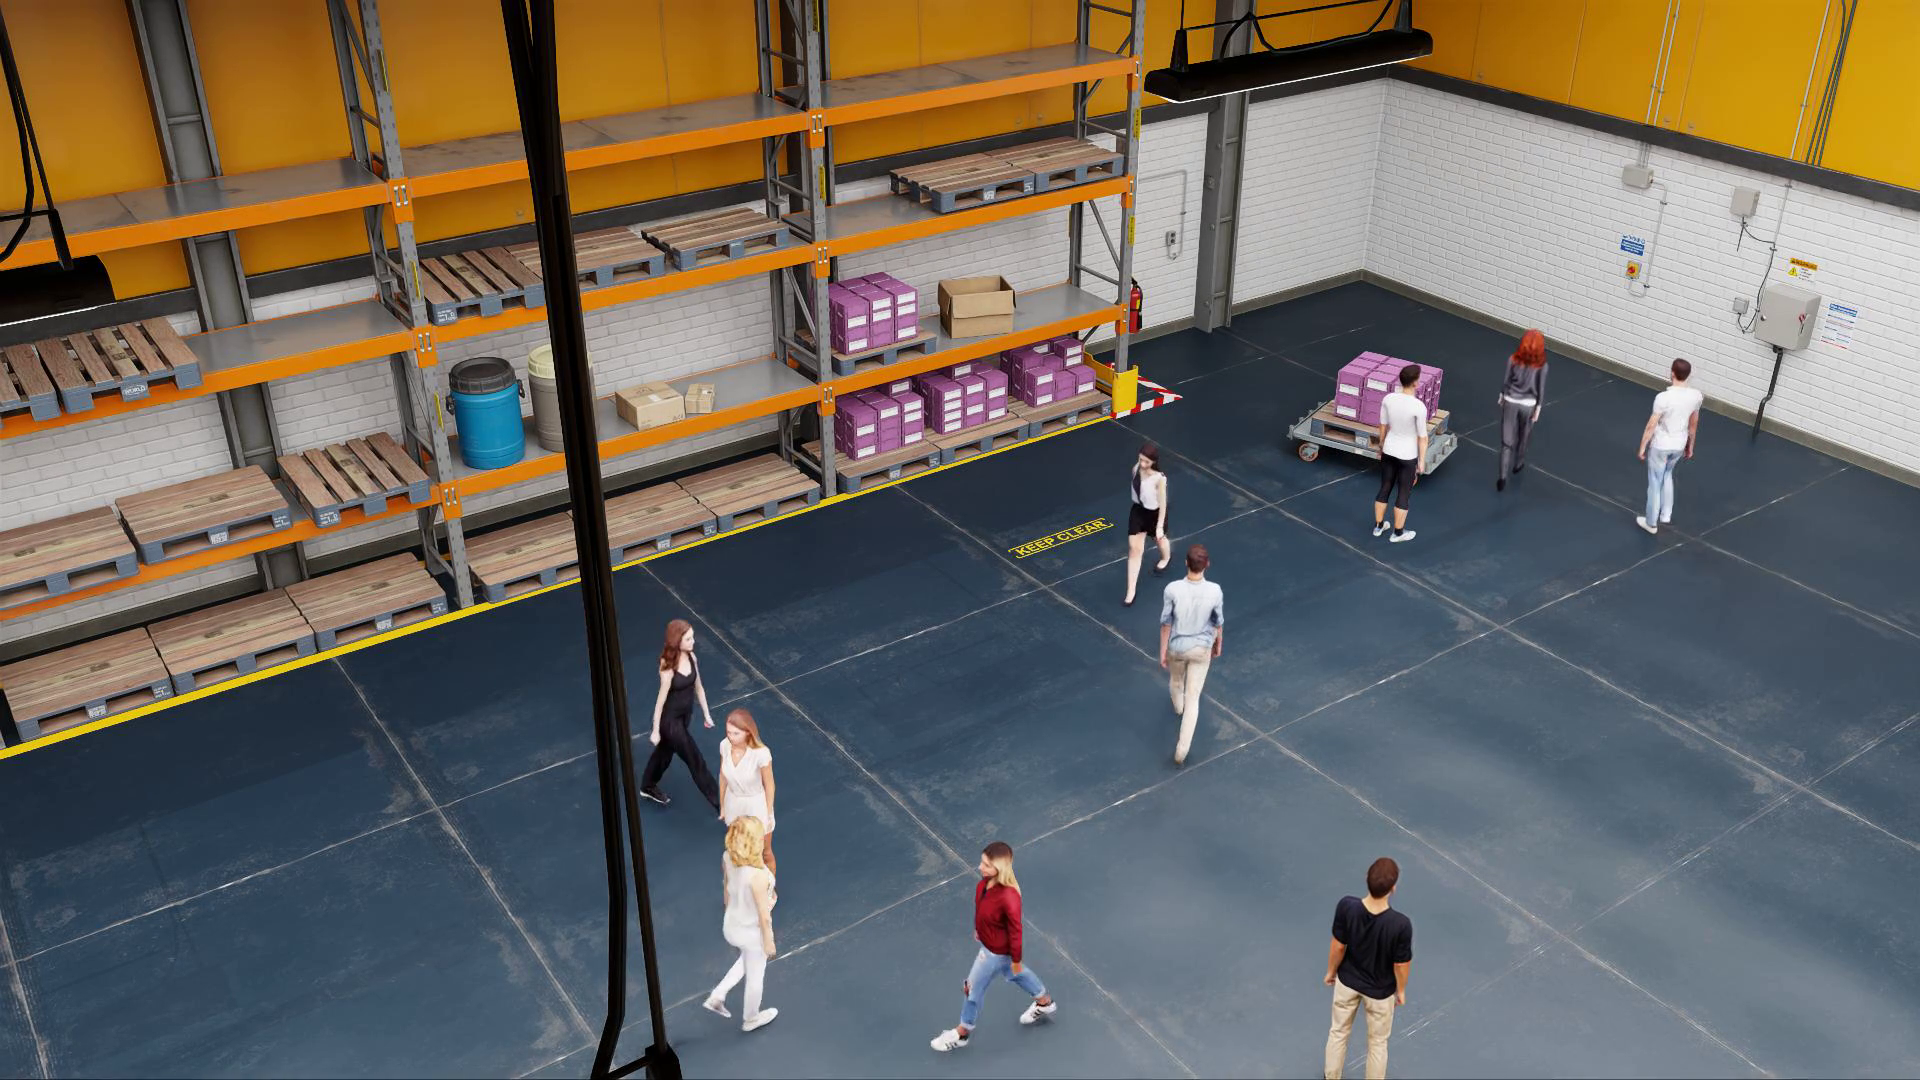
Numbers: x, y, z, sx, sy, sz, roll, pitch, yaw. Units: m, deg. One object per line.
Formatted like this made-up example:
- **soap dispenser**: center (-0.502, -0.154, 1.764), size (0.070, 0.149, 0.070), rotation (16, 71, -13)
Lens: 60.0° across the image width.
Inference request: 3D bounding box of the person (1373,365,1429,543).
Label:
- **person**: center (4.368, -0.865, 16.510), size (0.597, 1.850, 0.706), rotation (-25, 37, -38)

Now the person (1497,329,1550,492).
- **person**: center (5.863, -1.334, 17.473), size (0.898, 1.751, 1.030), rotation (10, 30, 17)

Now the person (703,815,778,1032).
- **person**: center (-1.425, 2.473, 10.588), size (0.704, 1.661, 0.603), rotation (-17, 33, -28)

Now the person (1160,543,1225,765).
- **person**: center (1.828, 0.937, 13.262), size (1.195, 1.795, 1.250), rotation (5, 29, 8)

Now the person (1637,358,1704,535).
- **person**: center (7.098, -0.890, 16.563), size (0.718, 1.842, 0.844), rotation (-5, 29, -10)

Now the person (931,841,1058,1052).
- **person**: center (0.306, 2.540, 10.534), size (1.179, 1.594, 0.861), rotation (-8, 30, -14)

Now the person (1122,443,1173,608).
- **person**: center (1.805, -0.212, 15.592), size (0.848, 1.583, 1.222), rotation (21, 35, 33)

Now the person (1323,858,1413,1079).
- **person**: center (2.444, 2.675, 10.010), size (0.714, 1.859, 0.697), rotation (14, 32, 24)

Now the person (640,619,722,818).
- **person**: center (-2.246, 1.349, 12.627), size (1.104, 1.680, 1.184), rotation (11, 31, 19)

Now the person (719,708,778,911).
- **person**: center (-1.475, 1.880, 11.638), size (0.661, 1.696, 0.685), rotation (13, 31, 22)
